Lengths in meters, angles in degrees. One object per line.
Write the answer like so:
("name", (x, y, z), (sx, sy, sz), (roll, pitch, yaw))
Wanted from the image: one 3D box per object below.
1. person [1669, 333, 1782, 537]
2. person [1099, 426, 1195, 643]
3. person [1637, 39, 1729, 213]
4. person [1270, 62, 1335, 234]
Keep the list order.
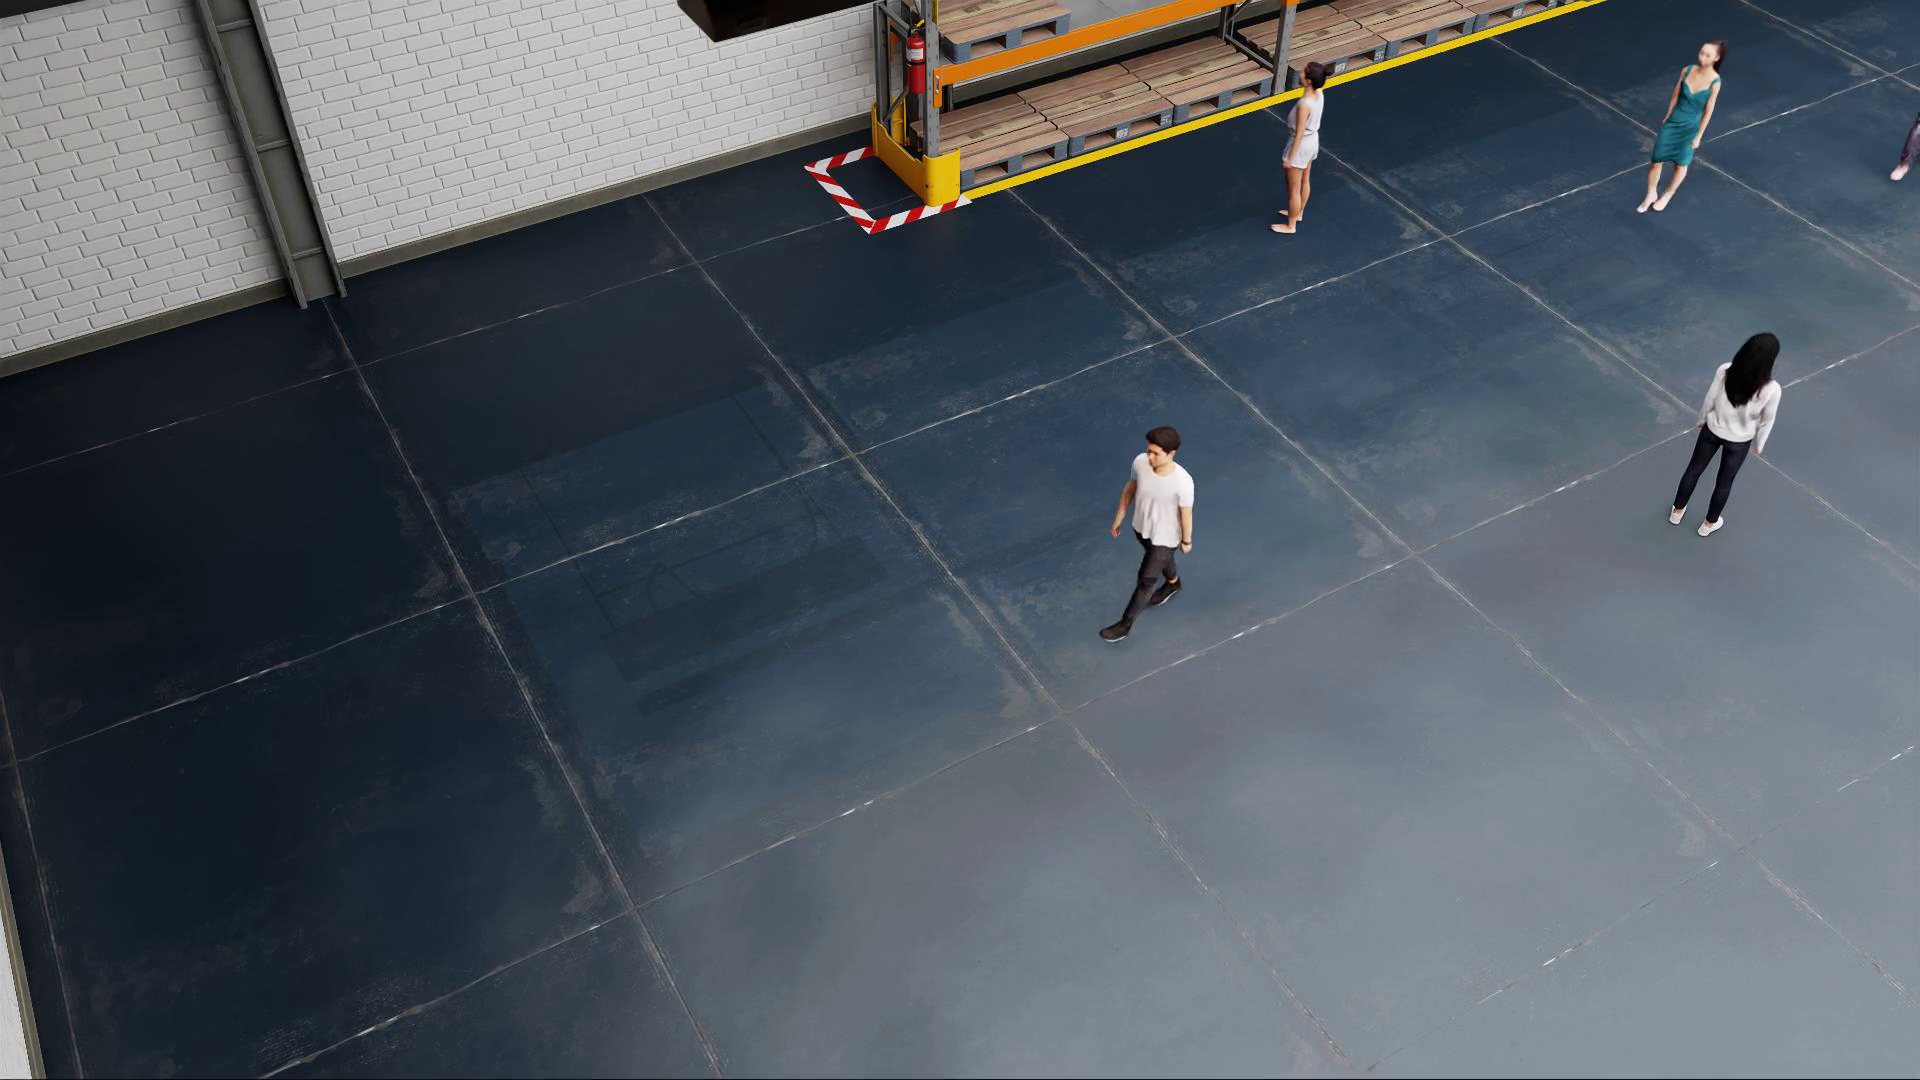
("person", (5.363, -0.750, 11.622), (0.696, 1.700, 0.678), (29, 51, 27))
("person", (1.358, -0.120, 10.975), (1.104, 1.682, 0.731), (-28, 50, -26))
("person", (6.442, -3.652, 14.691), (0.674, 1.671, 0.645), (-32, 52, -29))
("person", (2.983, -3.428, 14.505), (0.725, 1.602, 0.642), (20, 47, 20))
